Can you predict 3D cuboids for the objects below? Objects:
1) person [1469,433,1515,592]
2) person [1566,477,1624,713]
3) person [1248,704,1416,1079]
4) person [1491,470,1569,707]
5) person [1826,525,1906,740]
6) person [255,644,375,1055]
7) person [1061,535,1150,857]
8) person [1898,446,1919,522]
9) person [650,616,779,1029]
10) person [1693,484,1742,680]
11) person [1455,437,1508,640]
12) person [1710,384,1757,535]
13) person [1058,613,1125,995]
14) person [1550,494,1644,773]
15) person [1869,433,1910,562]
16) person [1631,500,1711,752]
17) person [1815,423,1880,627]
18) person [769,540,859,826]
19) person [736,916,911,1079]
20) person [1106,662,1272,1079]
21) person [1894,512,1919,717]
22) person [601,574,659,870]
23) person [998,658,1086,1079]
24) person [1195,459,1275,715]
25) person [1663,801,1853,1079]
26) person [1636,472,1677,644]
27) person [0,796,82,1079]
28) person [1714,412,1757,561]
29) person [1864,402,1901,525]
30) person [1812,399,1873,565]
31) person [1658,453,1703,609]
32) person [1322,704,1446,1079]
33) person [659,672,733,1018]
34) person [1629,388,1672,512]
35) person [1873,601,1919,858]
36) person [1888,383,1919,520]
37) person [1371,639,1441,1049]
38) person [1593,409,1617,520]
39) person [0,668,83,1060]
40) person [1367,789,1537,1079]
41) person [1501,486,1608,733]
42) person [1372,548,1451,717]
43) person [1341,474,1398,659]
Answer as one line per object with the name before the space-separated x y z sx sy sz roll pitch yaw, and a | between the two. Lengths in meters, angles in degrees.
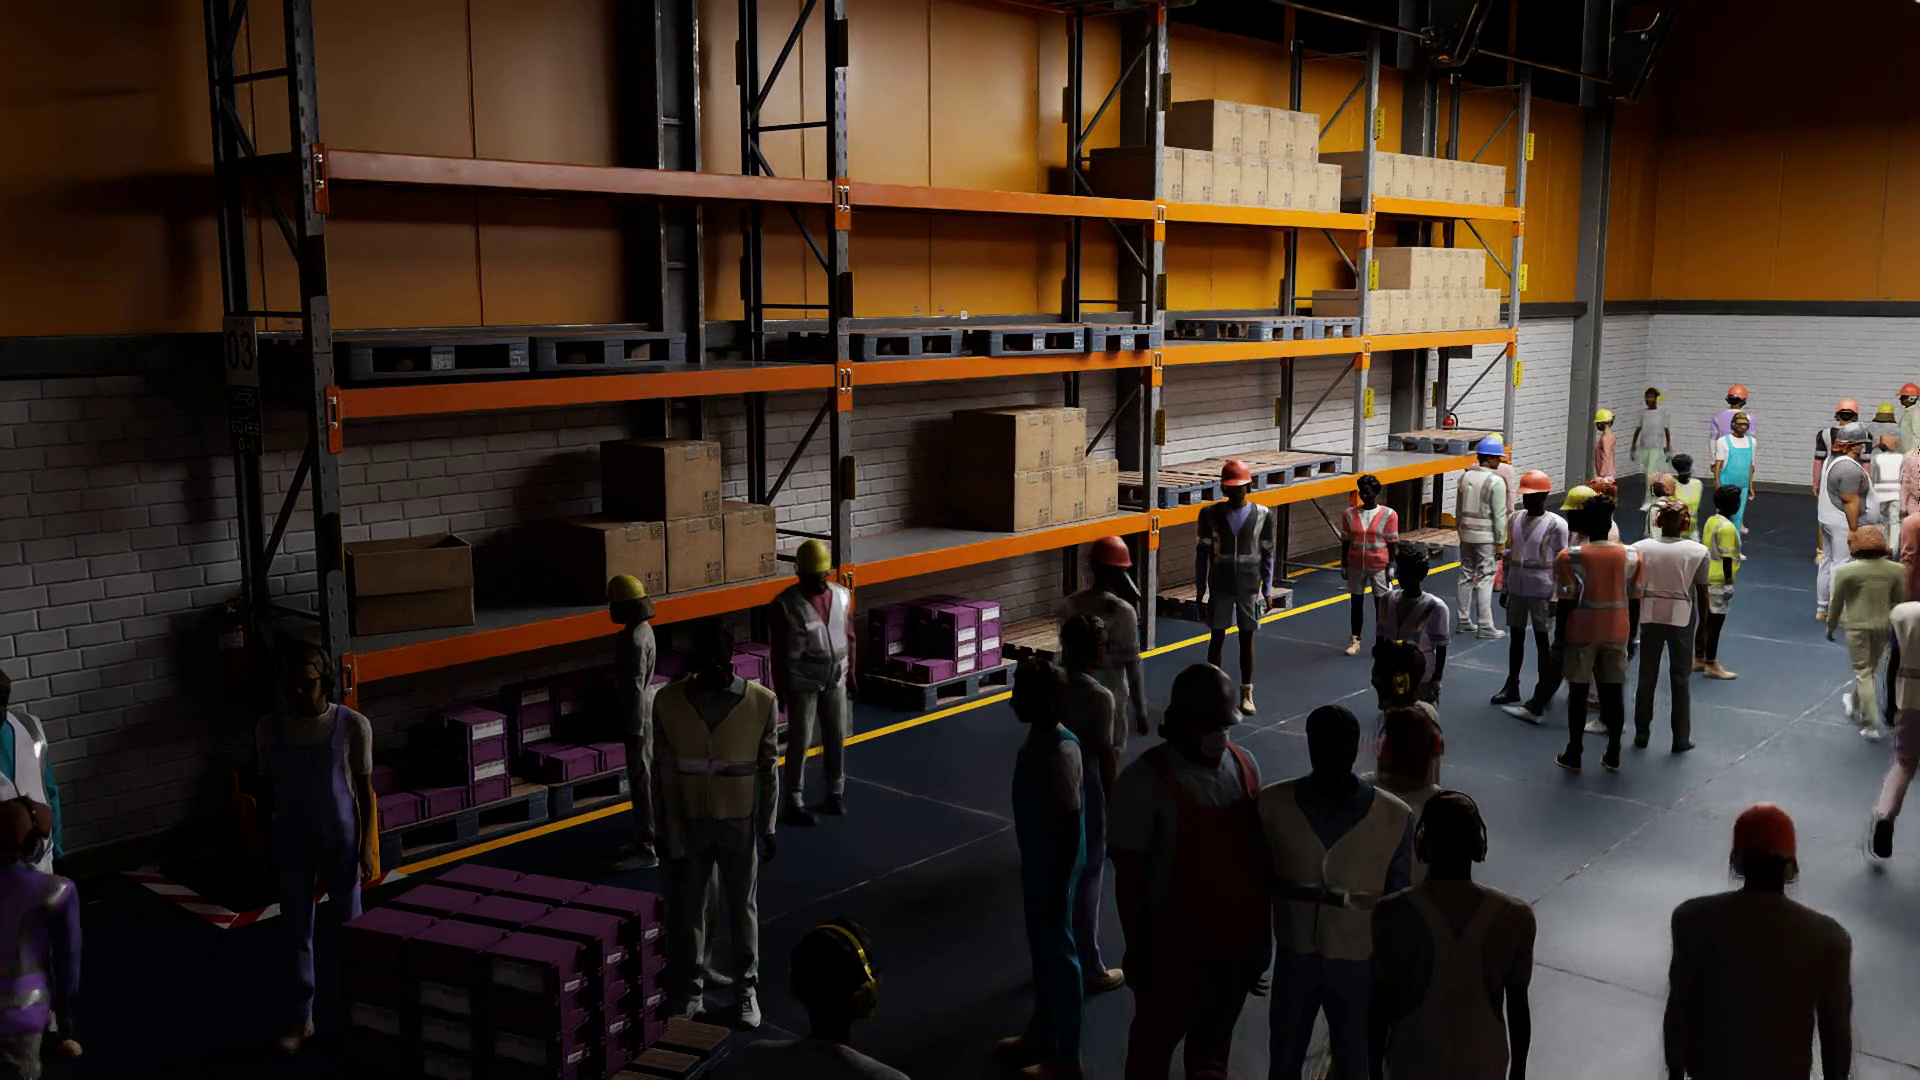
person | 5.882 -0.301 18.417 0.522 1.765 0.317 6 11 35
person | 5.080 0.436 13.275 0.355 1.883 0.573 -2 9 -11
person | 1.350 1.528 6.117 0.590 1.919 0.394 3 9 17
person | 4.570 0.399 13.332 0.363 1.939 0.542 -7 11 -40
person | 6.867 0.673 12.662 0.508 1.581 0.870 1 9 6
person | -2.858 1.366 7.398 0.507 1.846 0.345 -1 9 -8
person | 0.888 0.933 9.945 0.445 1.931 0.578 -8 12 -41
person | 10.847 -0.383 18.560 0.658 1.884 0.568 8 12 41
person | -1.122 1.288 7.659 0.592 1.922 0.392 0 9 -3
person | 6.579 0.352 14.411 0.317 1.696 0.540 1 9 8
person | 5.028 -0.019 16.025 0.409 1.940 0.606 -4 10 -24
person | 10.504 -1.091 22.603 0.604 2.044 0.375 8 12 43
person | 0.568 1.265 8.054 0.324 1.842 0.514 -7 11 -40
person | 4.432 0.657 11.604 0.600 1.958 0.378 0 9 3
person | 11.272 -0.495 20.186 0.534 1.598 0.733 4 10 23
person | 5.159 0.627 12.152 0.563 1.847 0.388 5 10 32
person | 8.869 -0.160 16.608 0.537 2.000 0.679 1 9 7
person | -0.916 0.890 10.582 0.605 1.814 0.408 -6 11 -35
person | -0.320 1.854 4.172 0.514 1.871 0.327 4 10 22
person | 0.908 1.450 6.229 0.688 2.000 0.536 -6 11 -33
person | 7.590 0.428 12.963 0.613 1.994 0.381 -2 9 -15
person | -1.921 1.055 9.770 0.324 1.729 0.494 -1 9 -9
person | 0.367 1.408 7.127 0.326 1.843 0.516 -2 9 -13
person | 2.169 0.375 13.153 0.616 2.041 0.378 1 9 8
person | 2.591 1.733 5.449 0.561 1.719 0.782 6 11 34
person | 6.649 0.180 15.758 0.317 1.626 0.596 8 12 43
person | -3.427 1.723 5.917 0.526 1.586 0.729 0 9 -2
person | 9.515 -0.655 20.433 0.505 1.845 0.345 -1 9 -5
person | 12.985 -1.069 23.458 0.319 1.738 0.485 -8 12 -41
person | 10.609 -0.685 20.045 0.609 2.032 0.410 5 10 27
person | 7.484 -0.087 17.338 0.563 1.658 0.433 -2 9 -14
person | 1.671 1.539 6.414 0.760 1.812 0.561 -7 11 -40
person | -1.276 1.407 7.841 0.317 1.630 0.541 2 9 10
person | 10.253 -1.339 24.823 0.803 1.843 0.566 -7 11 -39
person | 5.731 1.004 9.830 0.771 1.816 0.574 -8 12 -42
person | 13.461 -1.230 23.650 0.383 1.996 0.609 3 9 17
person | 1.975 1.354 7.439 0.326 1.859 0.518 5 10 29
person | 8.472 -0.842 21.918 0.327 1.760 0.523 4 10 27
person | -4.129 1.417 7.131 0.429 1.832 0.636 4 10 23
person | 1.545 1.697 5.290 0.505 1.838 0.350 1 9 9
person | 4.602 0.536 12.586 0.927 1.886 0.612 1 9 6
person | 2.942 0.893 10.924 0.317 1.695 0.540 -8 12 -42
person | 3.722 0.240 15.173 0.535 1.690 0.319 6 10 32
